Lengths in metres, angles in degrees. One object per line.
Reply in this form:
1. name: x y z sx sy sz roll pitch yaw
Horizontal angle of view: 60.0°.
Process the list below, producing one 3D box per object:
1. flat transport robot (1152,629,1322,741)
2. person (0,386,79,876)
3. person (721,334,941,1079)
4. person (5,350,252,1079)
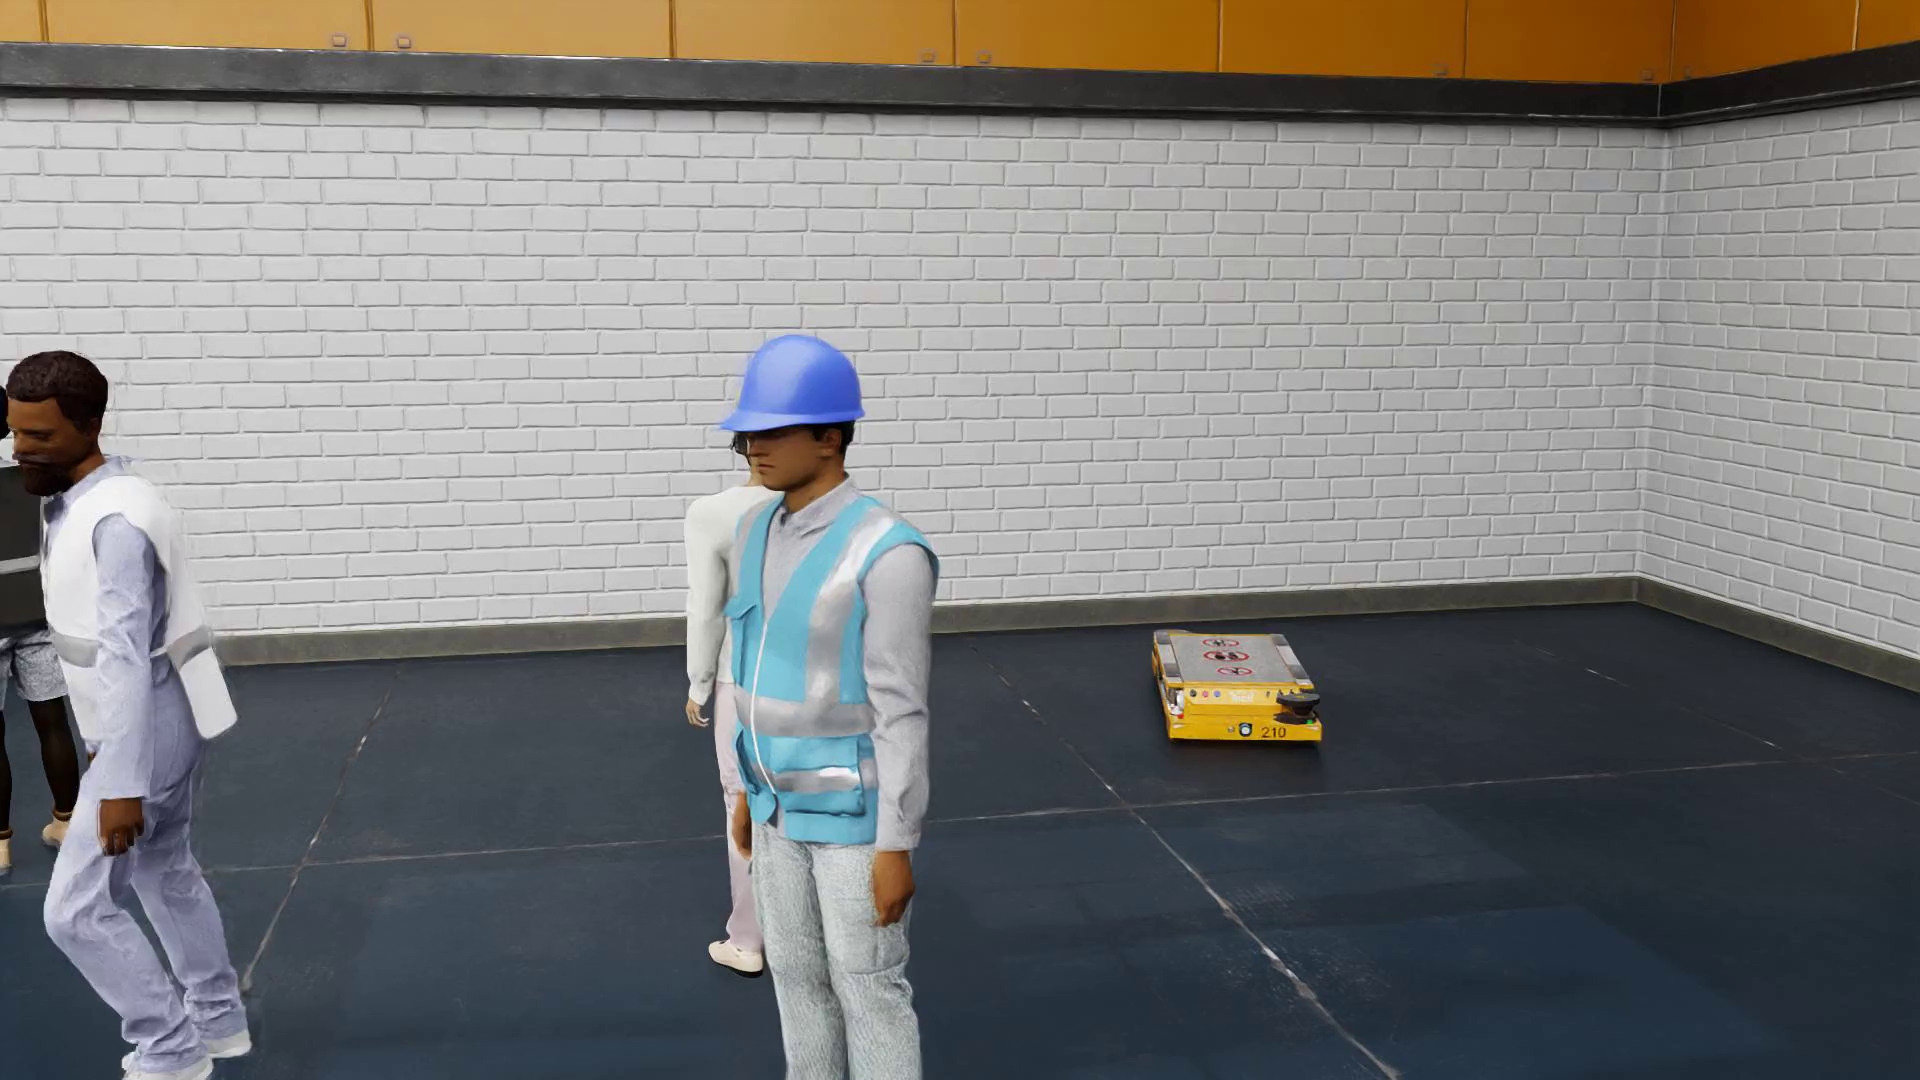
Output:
1. flat transport robot: 1.270 0.659 7.843 0.652 0.197 1.431 1 9 3
2. person: -3.292 0.297 5.712 0.318 1.697 0.535 6 11 32
3. person: -0.288 0.547 3.462 0.413 1.942 0.611 -8 12 -40
4. person: -1.968 0.486 3.999 0.520 1.884 0.667 -6 11 -34
